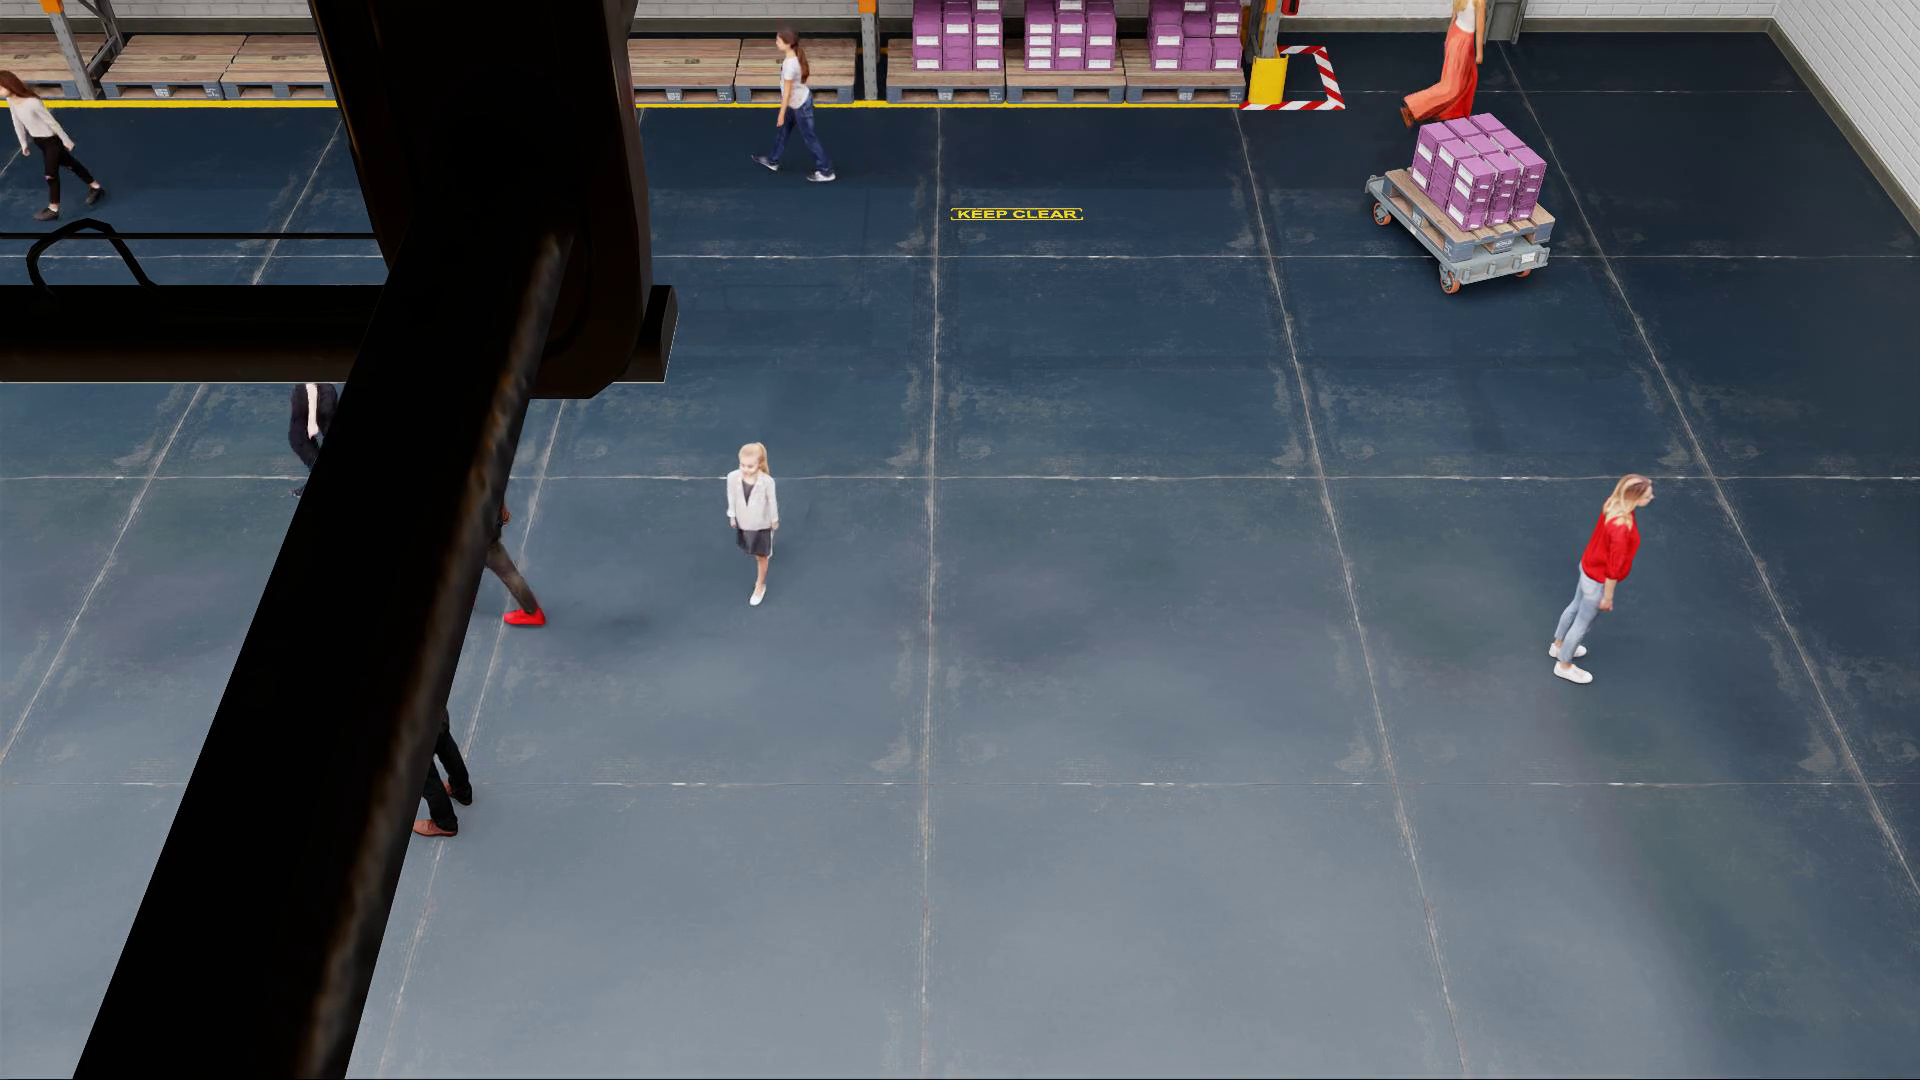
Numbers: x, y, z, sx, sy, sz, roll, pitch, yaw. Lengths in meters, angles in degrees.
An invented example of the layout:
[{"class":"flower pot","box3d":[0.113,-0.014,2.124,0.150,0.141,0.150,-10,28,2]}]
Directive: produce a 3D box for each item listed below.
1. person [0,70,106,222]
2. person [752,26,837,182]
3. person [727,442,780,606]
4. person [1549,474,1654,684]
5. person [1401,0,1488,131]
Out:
[{"class":"person","box3d":[-8.170,-3.624,15.035,0.959,1.427,0.890,15,46,16]},{"class":"person","box3d":[-1.416,-4.003,15.365,1.034,1.521,0.565,3,44,3]},{"class":"person","box3d":[-1.414,-0.186,11.547,0.805,1.261,0.723,12,45,12]},{"class":"person","box3d":[4.144,0.227,10.792,0.548,1.704,0.645,6,44,6]},{"class":"person","box3d":[4.712,-4.696,15.903,1.116,1.782,0.749,-8,44,-9]}]
